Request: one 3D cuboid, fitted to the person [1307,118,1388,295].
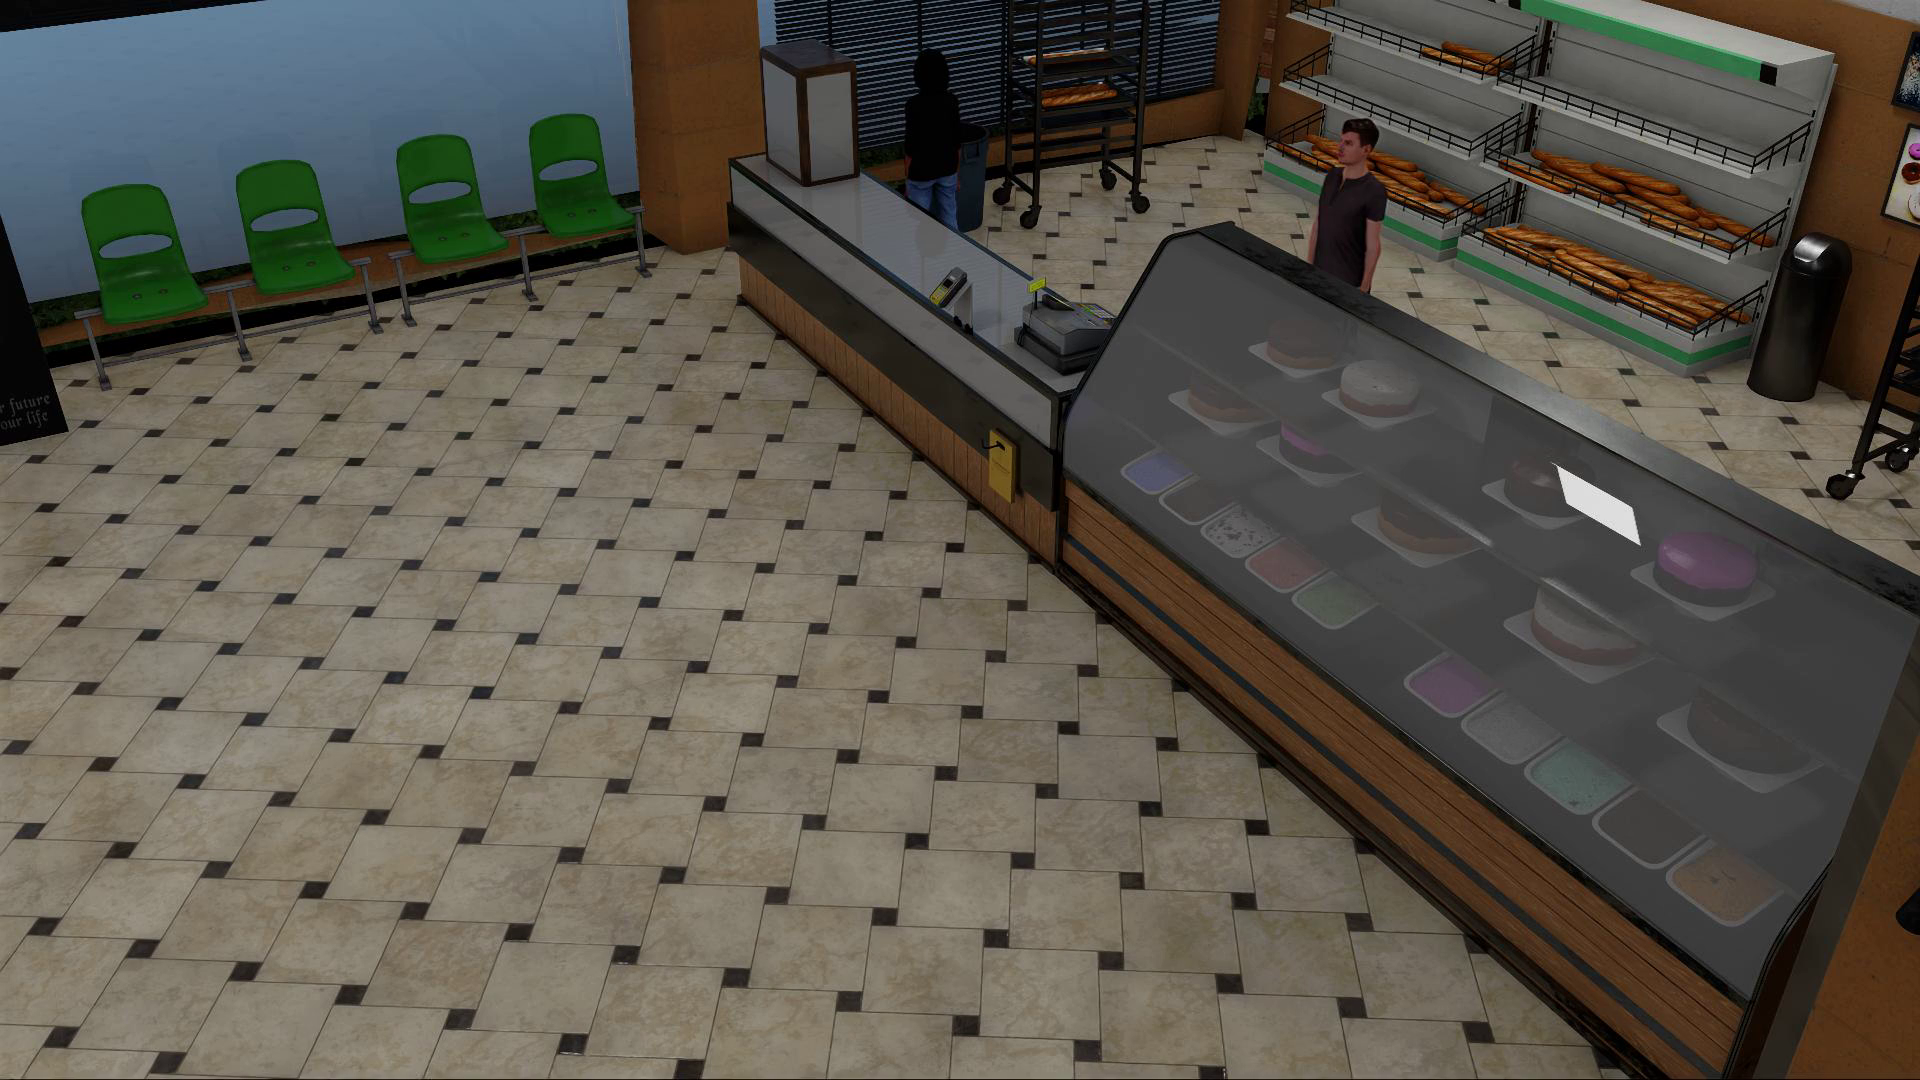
[{"bbox_3d":[2.137,-1.457,9.334,0.516,1.852,0.646,-17,36,-25],"label":"person"}]

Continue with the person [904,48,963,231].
[{"bbox_3d":[-0.183,-2.395,10.983,0.511,1.702,0.649,-12,34,-19],"label":"person"}]
